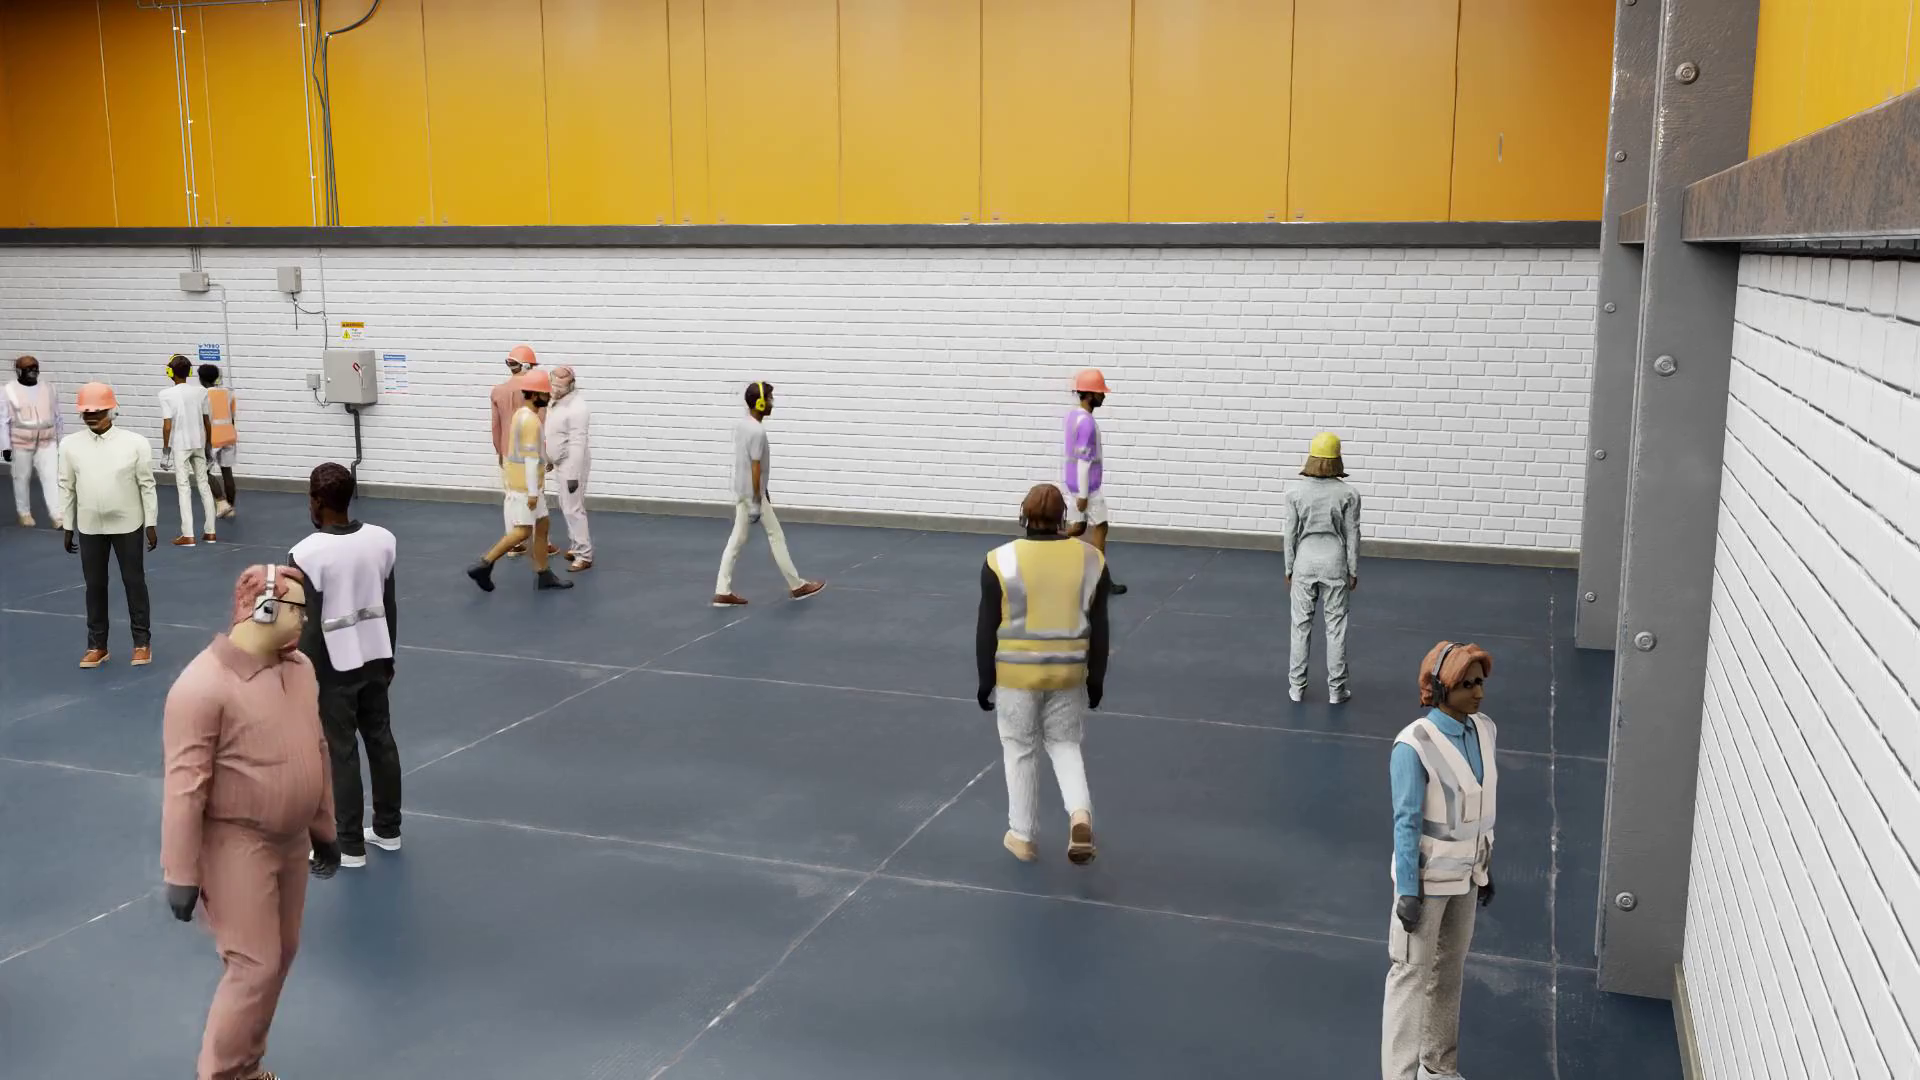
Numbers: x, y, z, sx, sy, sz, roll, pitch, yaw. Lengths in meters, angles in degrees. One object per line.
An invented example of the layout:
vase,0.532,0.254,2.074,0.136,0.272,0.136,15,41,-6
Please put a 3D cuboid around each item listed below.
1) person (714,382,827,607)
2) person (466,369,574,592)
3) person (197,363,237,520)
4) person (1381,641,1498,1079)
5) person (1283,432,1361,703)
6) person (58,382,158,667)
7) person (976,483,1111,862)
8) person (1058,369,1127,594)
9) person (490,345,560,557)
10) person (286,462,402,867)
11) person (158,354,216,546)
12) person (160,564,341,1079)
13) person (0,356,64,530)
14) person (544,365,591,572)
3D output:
person,-1.600,-0.374,13.531,0.965,1.818,0.541,-5,11,-27
person,-3.721,-0.475,13.915,0.816,1.905,0.558,-4,11,-19
person,-7.909,-1.040,17.670,0.354,1.682,0.584,5,11,28
person,1.603,1.137,5.546,0.516,1.641,0.308,-9,14,-42
person,2.313,0.180,10.648,0.487,1.744,0.294,3,11,17
person,-5.898,-0.101,11.525,0.623,1.989,0.399,-2,10,-12
person,0.396,0.649,7.790,0.629,1.823,0.580,-3,10,-15
person,0.970,-0.479,13.894,0.814,1.912,0.548,-1,10,-8
person,-4.085,-0.826,15.621,0.608,1.987,0.391,3,11,17
person,-2.889,0.588,7.849,0.392,1.920,0.587,5,11,26
person,-7.540,-0.874,16.219,0.328,1.874,0.517,8,13,38
person,-2.347,1.019,5.572,0.434,1.869,0.713,2,10,10
person,-9.556,-0.997,17.140,0.949,1.794,0.651,9,14,43
person,-3.534,-0.652,15.003,0.458,1.863,0.790,-5,11,-27
